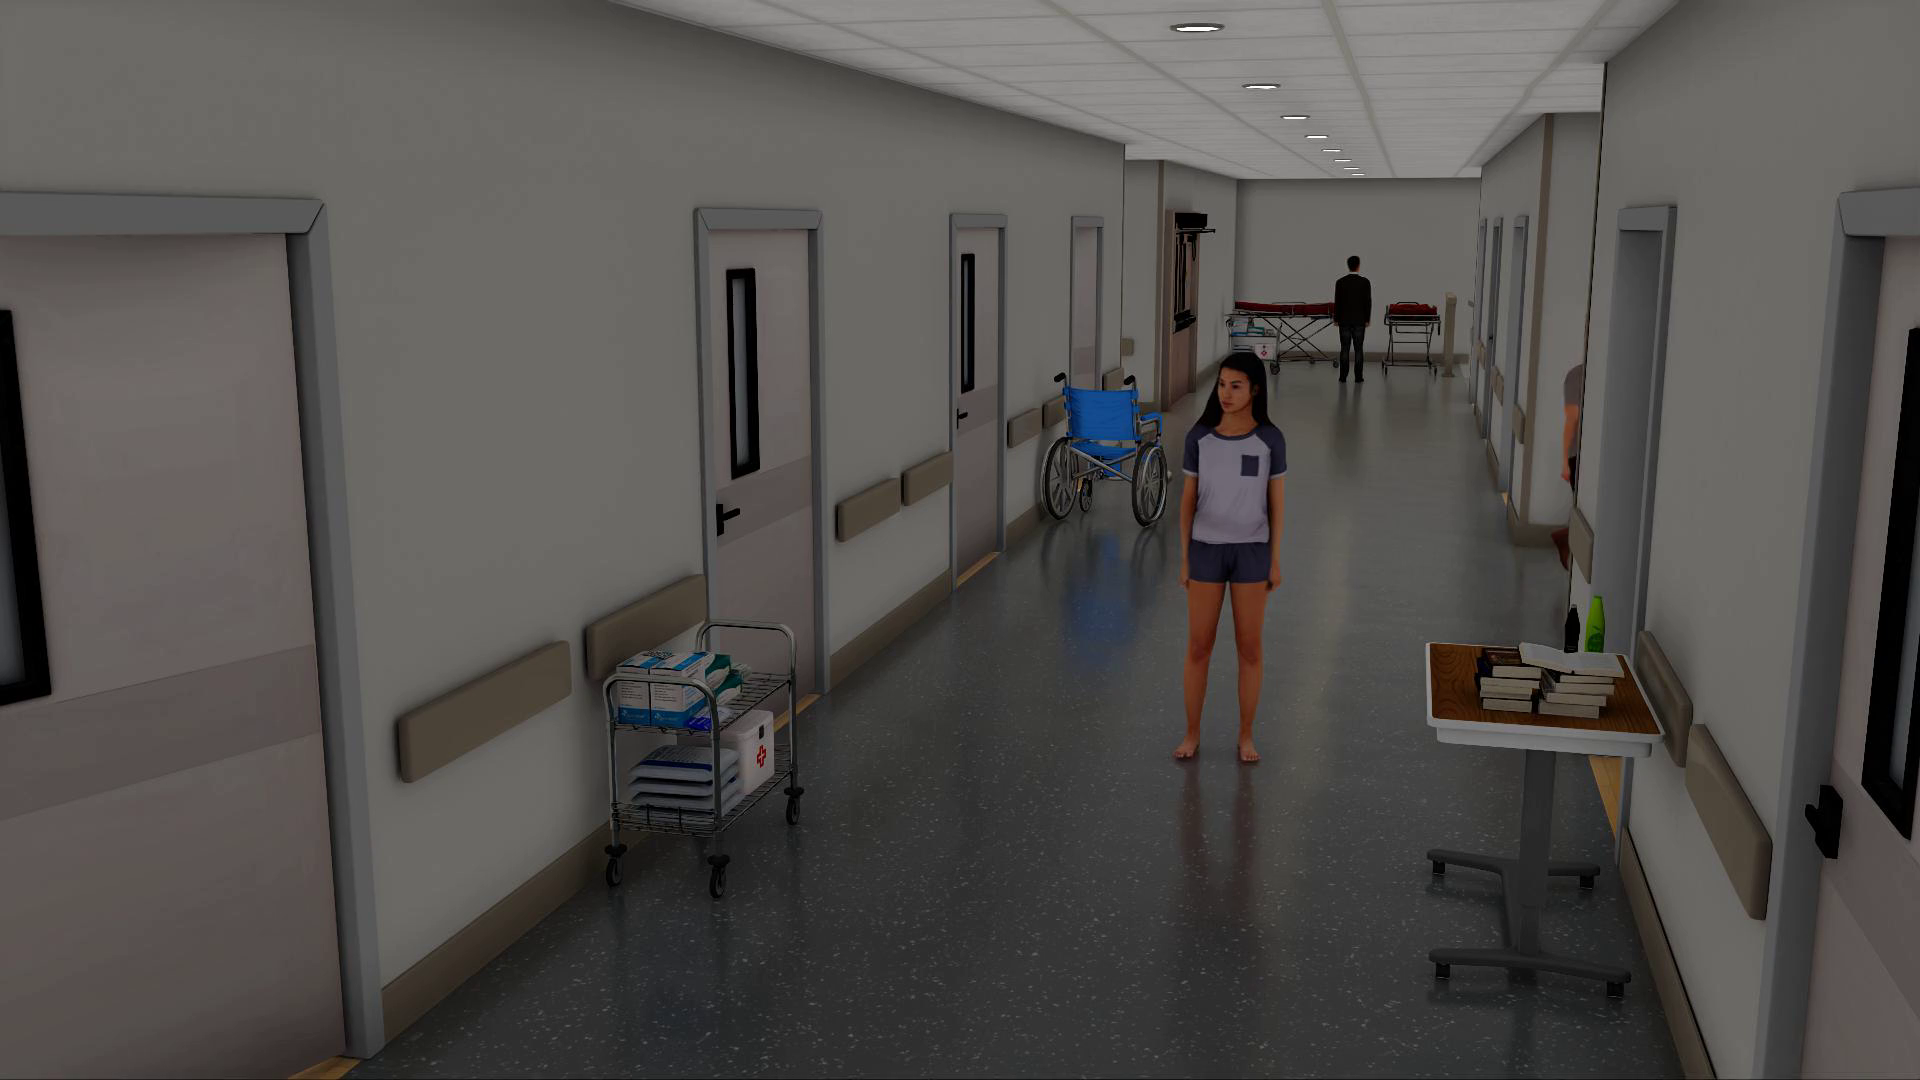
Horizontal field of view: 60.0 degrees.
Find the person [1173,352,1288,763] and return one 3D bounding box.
[{"bbox_3d":[1.140,0.069,7.013,0.585,1.732,0.514,2,11,12],"label":"person"}]

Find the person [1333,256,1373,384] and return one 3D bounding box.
[{"bbox_3d":[5.651,-3.179,23.945,0.675,1.800,0.520,3,11,14],"label":"person"}]
